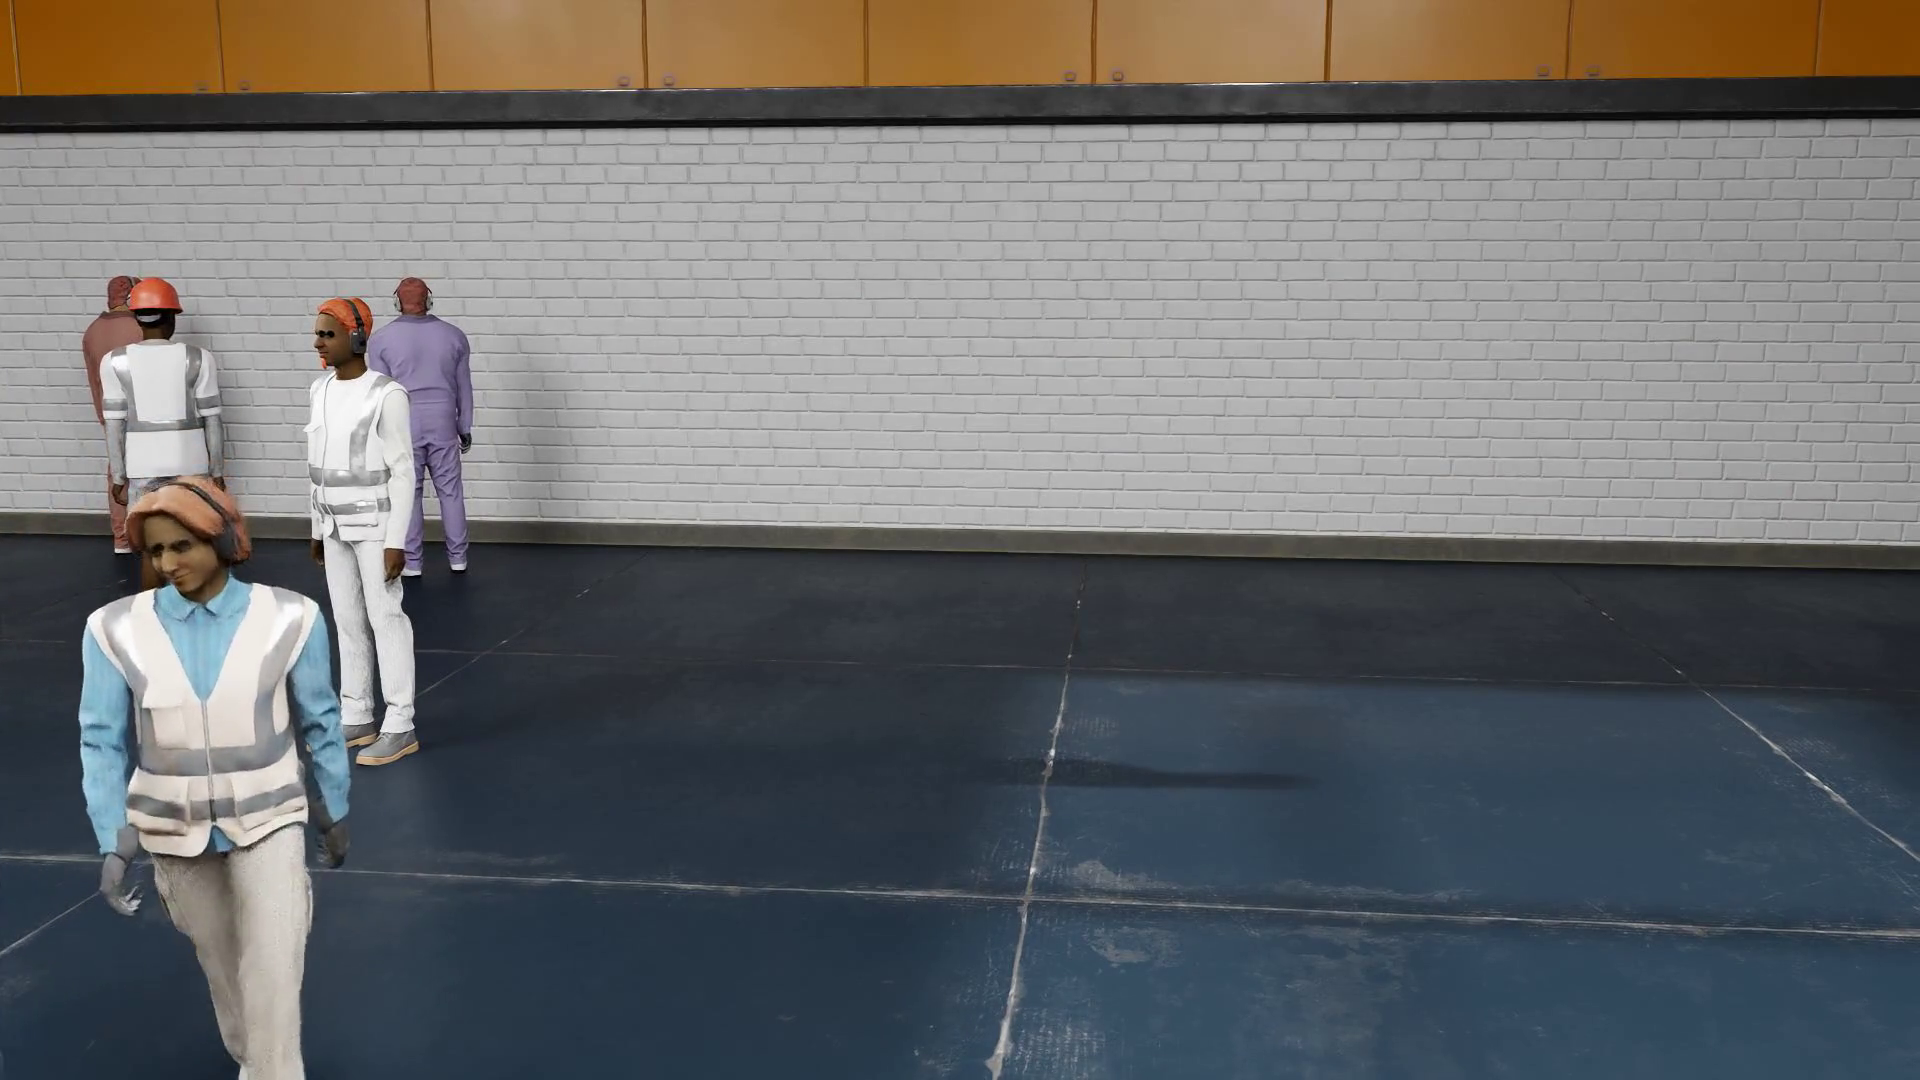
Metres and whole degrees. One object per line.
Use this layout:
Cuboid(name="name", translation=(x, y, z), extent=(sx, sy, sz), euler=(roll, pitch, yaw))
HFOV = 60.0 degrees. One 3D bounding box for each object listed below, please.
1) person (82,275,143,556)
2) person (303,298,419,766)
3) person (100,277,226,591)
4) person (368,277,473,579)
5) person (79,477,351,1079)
Cuboid(name="person", translation=(-5.563, -0.825, 11.235), extent=(0.640, 1.904, 0.409), euler=(5, 11, 25))
Cuboid(name="person", translation=(-2.442, -0.032, 6.748), extent=(0.572, 1.883, 0.356), euler=(6, 12, 32))
Cuboid(name="person", translation=(-4.082, -0.376, 8.565), extent=(0.549, 1.933, 0.373), euler=(-4, 11, -24))
Cuboid(name="person", translation=(-3.424, -0.710, 10.569), extent=(0.650, 1.904, 0.401), euler=(-7, 12, -33))
Cuboid(name="person", translation=(-1.628, 0.652, 3.682), extent=(0.517, 1.580, 0.921), euler=(-3, 10, -16))
